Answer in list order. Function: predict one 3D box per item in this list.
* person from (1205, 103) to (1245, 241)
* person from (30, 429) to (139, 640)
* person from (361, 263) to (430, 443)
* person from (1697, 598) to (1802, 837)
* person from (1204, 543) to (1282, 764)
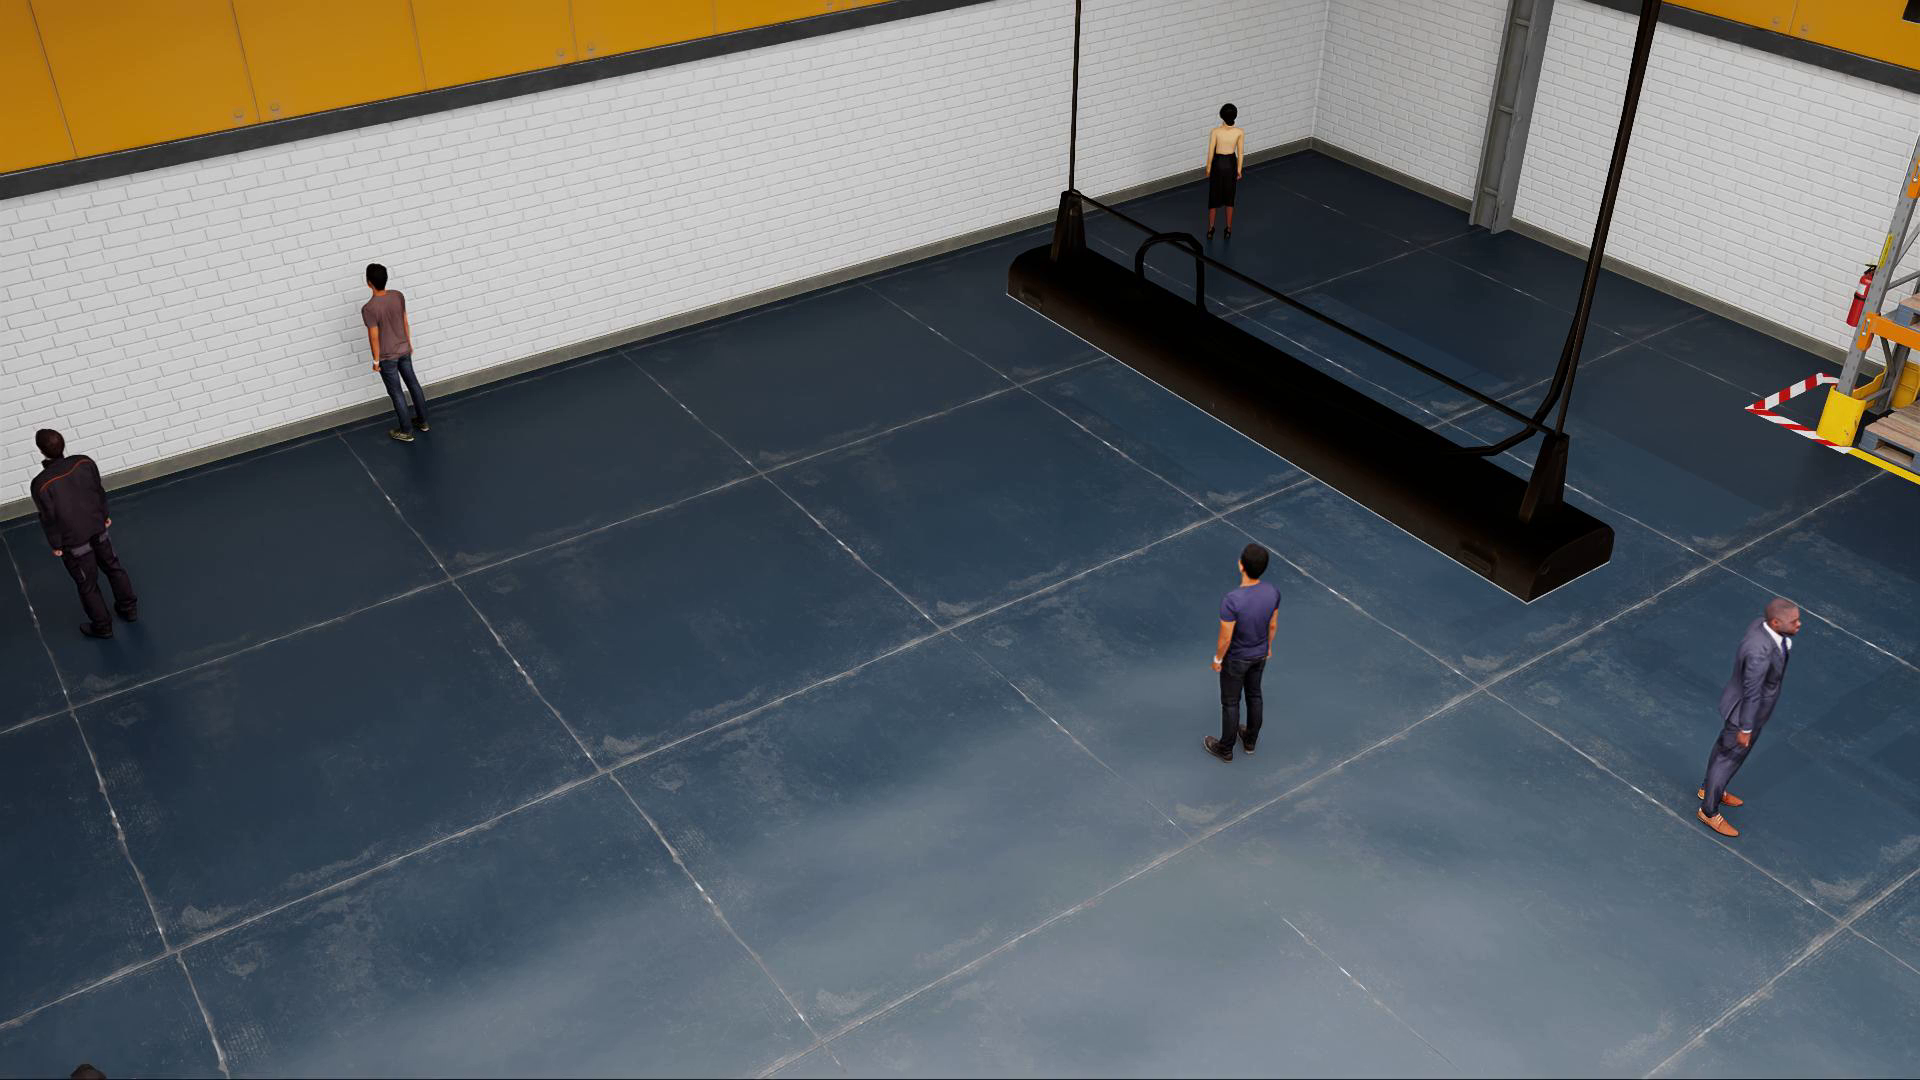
[{"bbox_3d":[3.111,-4.352,19.646,0.673,1.653,0.710,1,34,1],"label":"person"},{"bbox_3d":[-6.883,-0.065,13.030,0.767,1.839,0.797,16,37,22],"label":"person"},{"bbox_3d":[-5.322,-1.770,15.649,0.670,1.779,0.692,20,38,27],"label":"person"},{"bbox_3d":[5.311,1.141,11.228,0.769,1.824,0.789,16,37,23],"label":"person"},{"bbox_3d":[2.017,0.804,11.764,0.670,1.793,0.575,-15,37,-22],"label":"person"}]
